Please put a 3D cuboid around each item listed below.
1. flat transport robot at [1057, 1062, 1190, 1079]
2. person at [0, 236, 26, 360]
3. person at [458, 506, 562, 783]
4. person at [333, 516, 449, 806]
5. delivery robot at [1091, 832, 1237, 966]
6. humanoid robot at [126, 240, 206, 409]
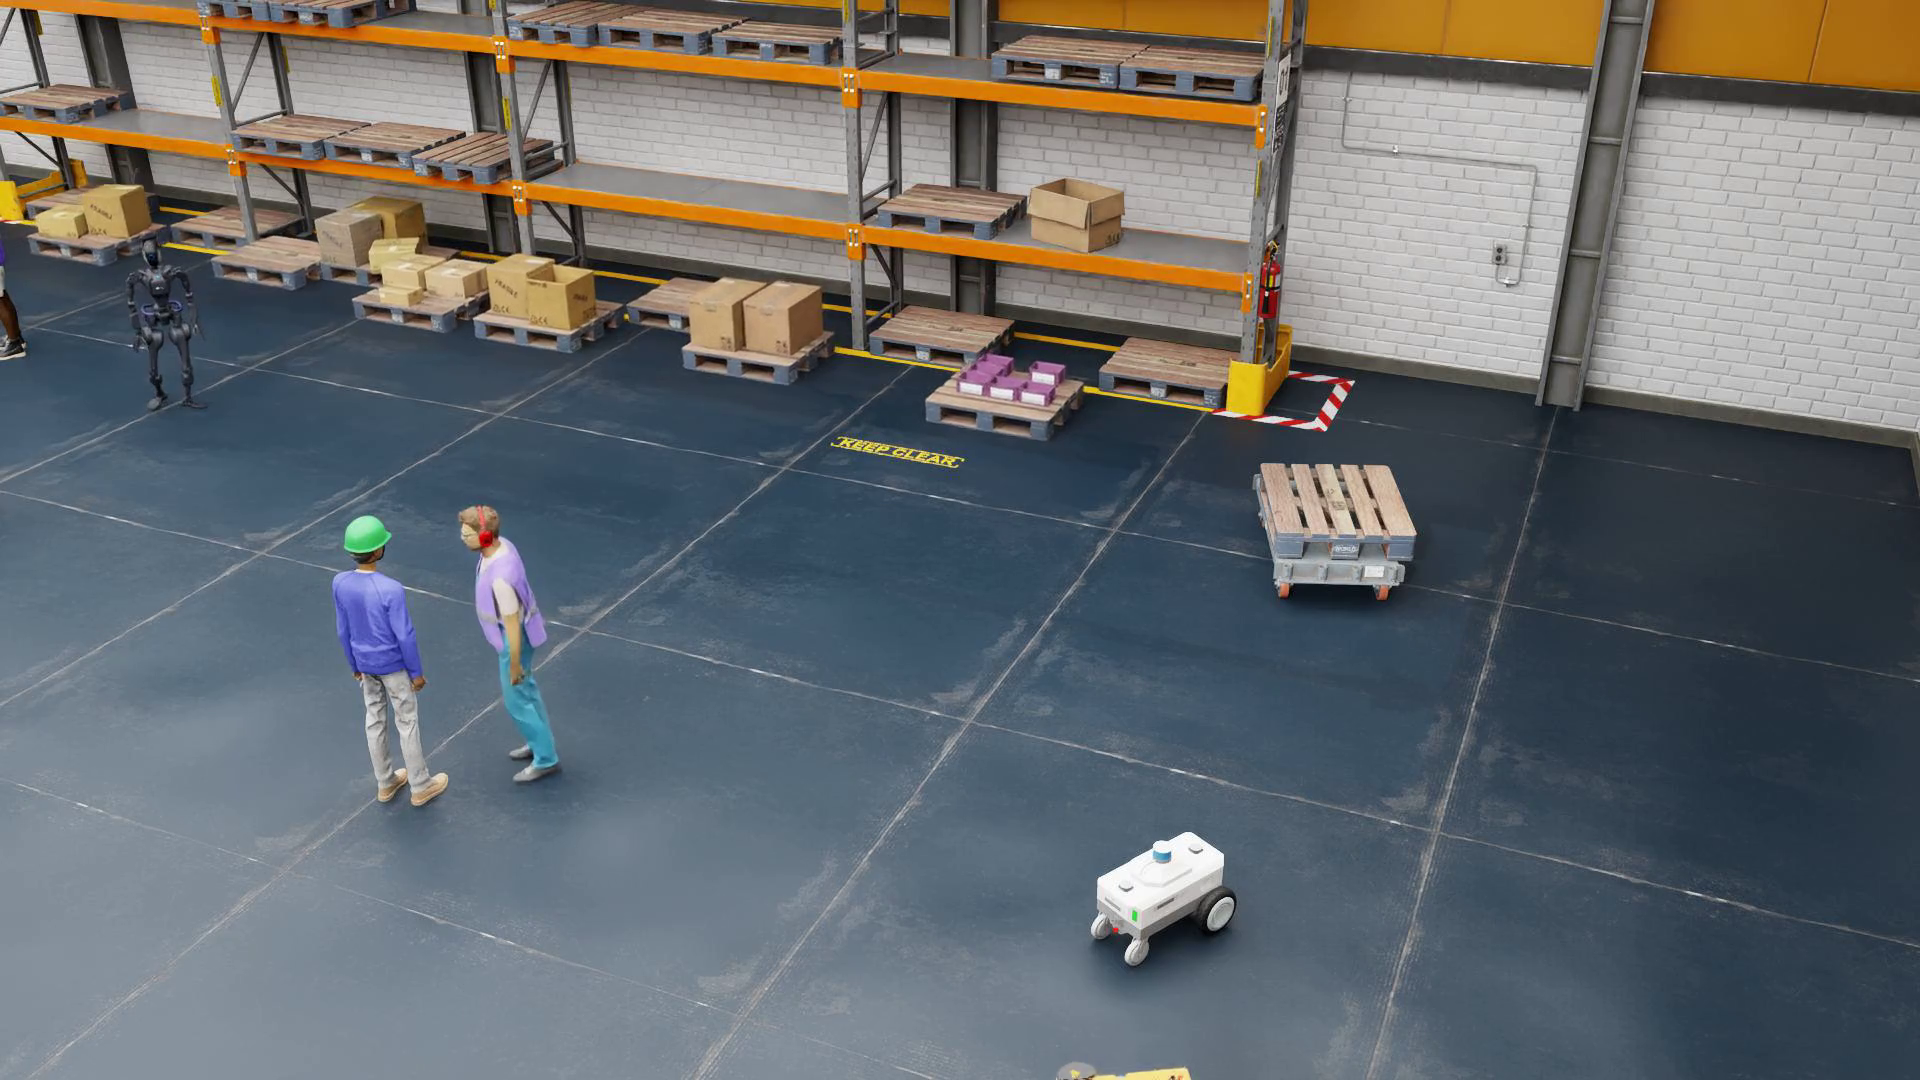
[{"bbox_3d":[0.860,2.883,7.342,0.659,0.231,1.431,-3,27,-6],"label":"flat transport robot"},{"bbox_3d":[-9.632,-2.757,16.428,0.361,1.963,0.612,-10,29,-19],"label":"person"},{"bbox_3d":[-2.708,0.616,10.052,0.415,1.824,0.571,-9,29,-17],"label":"person"},{"bbox_3d":[-3.381,0.714,9.801,0.469,1.871,0.357,7,28,13],"label":"person"},{"bbox_3d":[1.079,1.883,8.954,0.774,0.581,0.499,-20,33,-33],"label":"delivery robot"},{"bbox_3d":[-7.283,-1.974,15.232,0.613,1.644,0.483,-16,31,-28],"label":"humanoid robot"}]
